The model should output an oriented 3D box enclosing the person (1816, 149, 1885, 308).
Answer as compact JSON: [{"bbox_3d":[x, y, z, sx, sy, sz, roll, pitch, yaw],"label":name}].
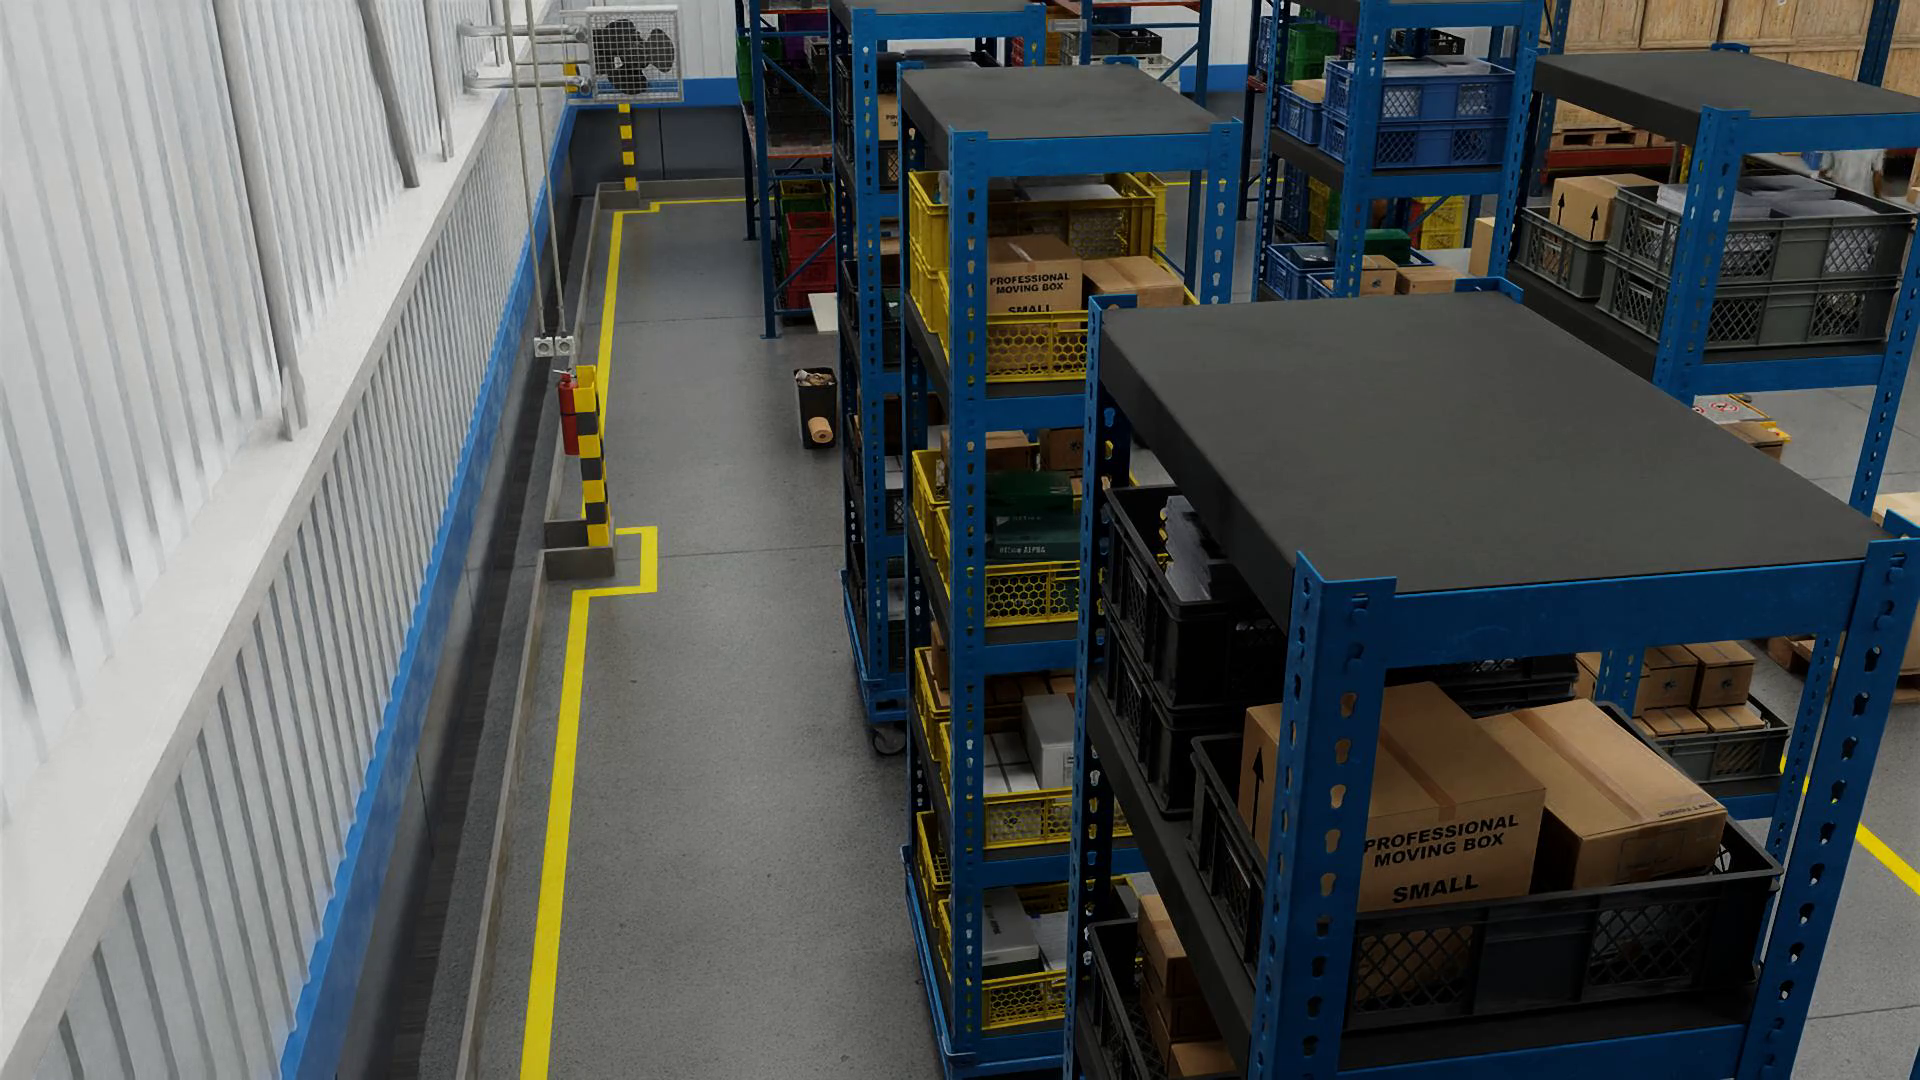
[{"bbox_3d":[7.901,-2.975,14.887,0.537,1.824,0.820,4,25,9],"label":"person"}]
